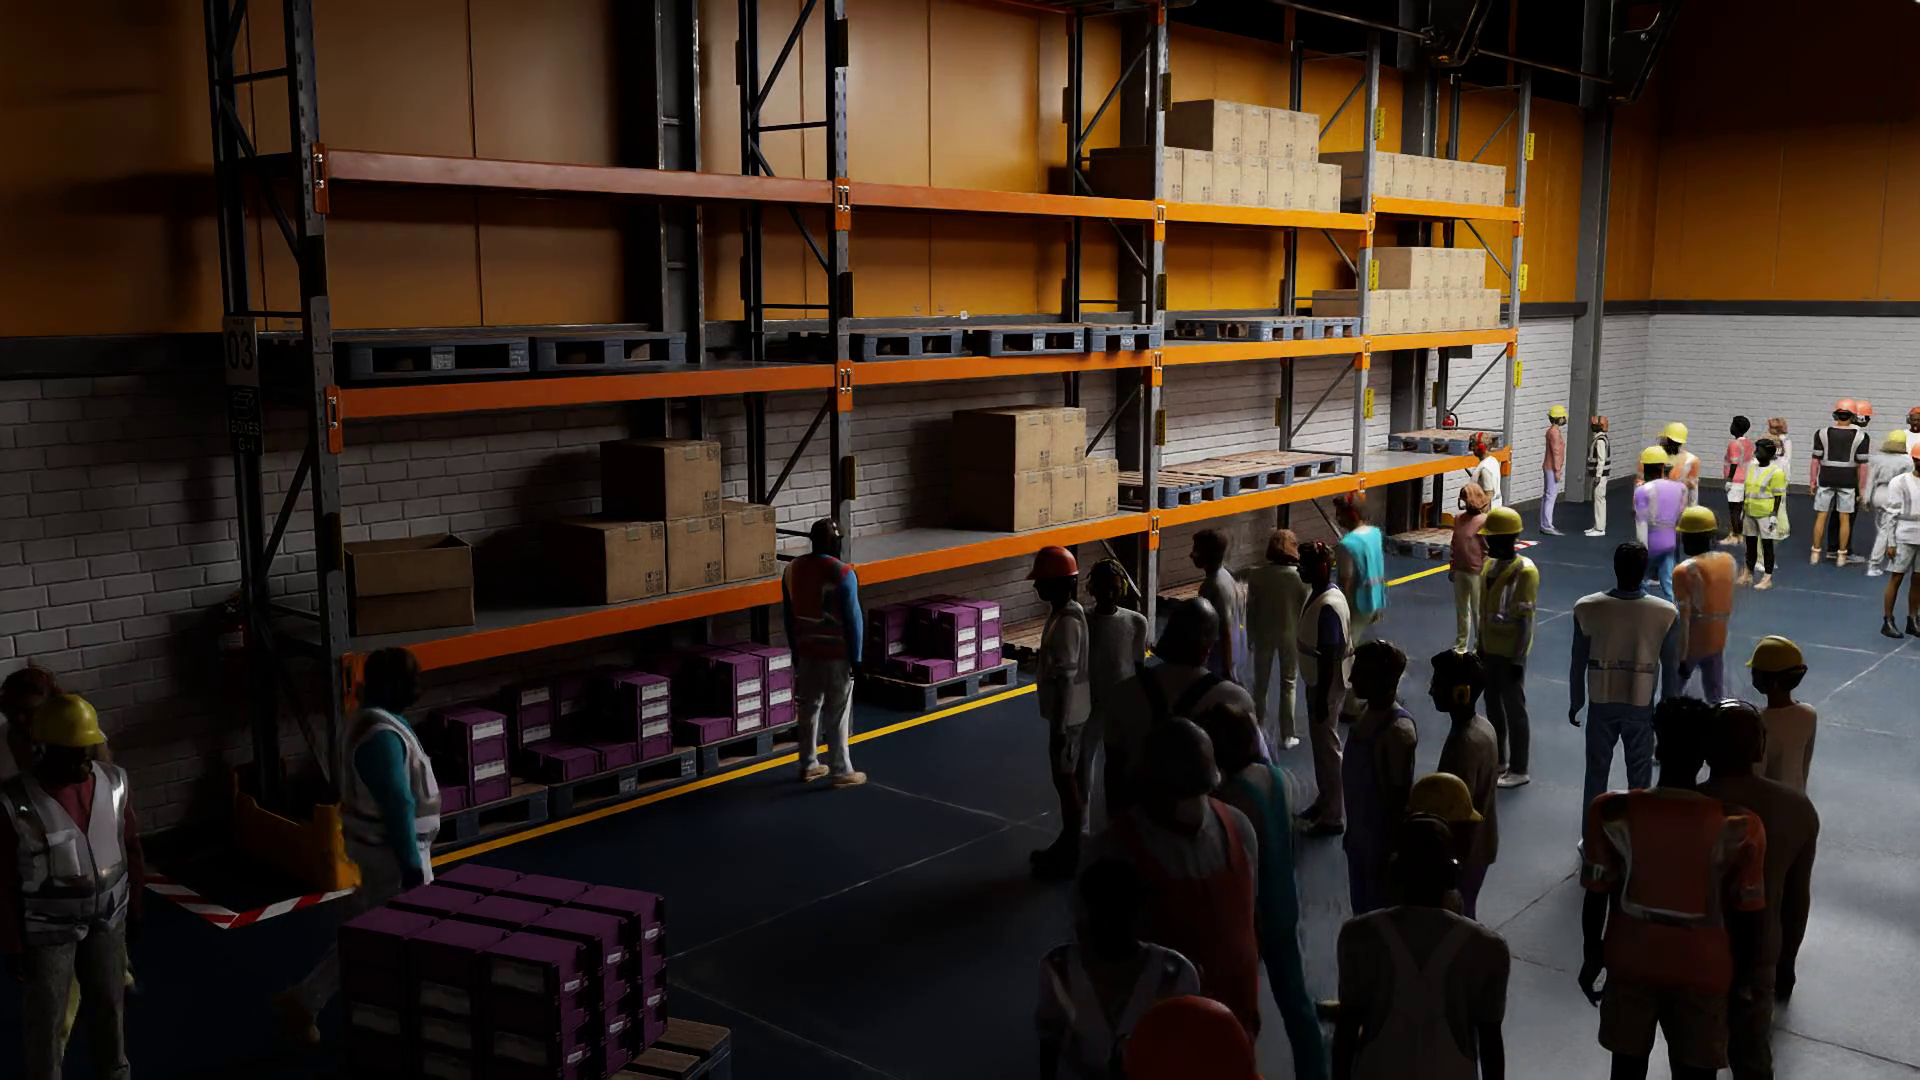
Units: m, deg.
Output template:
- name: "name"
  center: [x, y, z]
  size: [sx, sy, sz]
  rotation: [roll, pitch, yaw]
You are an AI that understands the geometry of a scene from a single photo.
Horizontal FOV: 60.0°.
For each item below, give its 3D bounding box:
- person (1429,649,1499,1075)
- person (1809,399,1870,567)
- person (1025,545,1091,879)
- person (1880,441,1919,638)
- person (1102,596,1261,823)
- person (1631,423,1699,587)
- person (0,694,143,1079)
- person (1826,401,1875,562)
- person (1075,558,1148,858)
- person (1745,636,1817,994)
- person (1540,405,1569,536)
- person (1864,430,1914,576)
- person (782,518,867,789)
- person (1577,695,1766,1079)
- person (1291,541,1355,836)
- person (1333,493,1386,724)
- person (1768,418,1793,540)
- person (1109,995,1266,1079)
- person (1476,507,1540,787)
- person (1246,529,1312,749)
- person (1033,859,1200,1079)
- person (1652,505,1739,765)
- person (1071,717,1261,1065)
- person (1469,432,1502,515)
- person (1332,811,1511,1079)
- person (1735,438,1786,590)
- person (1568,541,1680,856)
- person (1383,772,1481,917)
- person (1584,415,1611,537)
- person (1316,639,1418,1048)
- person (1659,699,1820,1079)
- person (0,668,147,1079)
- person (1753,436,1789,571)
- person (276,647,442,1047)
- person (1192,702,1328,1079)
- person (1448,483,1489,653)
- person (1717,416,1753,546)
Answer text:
- name: "person"
  center: [2.155, 1.390, 7.202]
  size: [0.326, 1.863, 0.510]
  rotation: [3, 9, 21]
- name: "person"
  center: [10.603, -0.689, 20.075]
  size: [0.615, 2.029, 0.409]
  rotation: [6, 10, 32]
- name: "person"
  center: [0.563, 0.985, 9.586]
  size: [0.386, 1.930, 0.544]
  rotation: [0, 9, 3]
- name: "person"
  center: [9.189, -0.005, 15.988]
  size: [0.551, 1.933, 0.385]
  rotation: [-1, 9, -3]
- name: "person"
  center: [1.077, 1.215, 7.739]
  size: [0.705, 2.000, 0.897]
  rotation: [4, 10, 25]
- name: "person"
  center: [7.817, -0.360, 18.399]
  size: [0.644, 1.897, 0.557]
  rotation: [7, 11, 37]
- name: "person"
  center: [-3.517, 1.502, 6.606]
  size: [0.403, 1.824, 0.591]
  rotation: [6, 10, 33]
- name: "person"
  center: [10.929, -0.716, 20.382]
  size: [0.407, 1.986, 0.616]
  rotation: [0, 9, 1]
- name: "person"
  center: [0.828, 1.020, 9.598]
  size: [0.509, 1.860, 0.334]
  rotation: [1, 9, 5]
- name: "person"
  center: [3.833, 1.327, 7.904]
  size: [0.524, 1.769, 0.308]
  rotation: [-6, 11, -33]
- name: "person"
  center: [8.057, -0.944, 22.541]
  size: [0.307, 1.772, 0.525]
  rotation: [2, 9, 10]
- name: "person"
  center: [10.913, -0.439, 19.488]
  size: [0.779, 1.700, 0.499]
  rotation: [-5, 10, -31]
- name: "person"
  center: [-0.902, 0.762, 11.308]
  size: [0.634, 1.839, 0.429]
  rotation: [6, 11, 36]
- name: "person"
  center: [2.543, 1.524, 5.986]
  size: [0.608, 1.966, 0.372]
  rotation: [4, 10, 27]
- name: "person"
  center: [2.270, 0.914, 10.358]
  size: [0.394, 1.836, 0.561]
  rotation: [1, 9, 4]
- name: "person"
  center: [3.055, 0.534, 12.841]
  size: [0.437, 1.817, 0.617]
  rotation: [7, 11, 39]
- name: "person"
  center: [10.885, -0.811, 22.155]
  size: [0.314, 1.632, 0.532]
  rotation: [-1, 9, -4]
- name: "person"
  center: [0.502, 1.897, 3.482]
  size: [1.034, 1.985, 0.631]
  rotation: [3, 9, 21]
- name: "person"
  center: [3.686, 0.722, 11.329]
  size: [0.396, 1.918, 0.584]
  rotation: [-2, 9, -14]
- name: "person"
  center: [2.347, 0.727, 12.233]
  size: [0.503, 1.624, 0.295]
  rotation: [4, 10, 22]
- name: "person"
  center: [0.476, 1.810, 5.081]
  size: [0.545, 1.664, 0.746]
  rotation: [1, 9, 8]
- name: "person"
  center: [5.162, 0.709, 11.489]
  size: [0.595, 1.896, 0.877]
  rotation: [-4, 10, -23]
- name: "person"
  center: [0.714, 1.542, 5.631]
  size: [0.686, 2.000, 0.670]
  rotation: [-5, 10, -27]
- name: "person"
  center: [5.590, -0.234, 17.740]
  size: [0.389, 1.837, 0.563]
  rotation: [3, 9, 19]
- name: "person"
  center: [1.387, 1.731, 5.072]
  size: [0.504, 1.839, 0.342]
  rotation: [3, 9, 17]
- name: "person"
  center: [8.933, -0.293, 18.567]
  size: [0.319, 1.698, 0.532]
  rotation: [-3, 9, -20]
- name: "person"
  center: [3.896, 0.958, 9.788]
  size: [0.596, 1.918, 0.381]
  rotation: [4, 9, 22]
- name: "person"
  center: [1.635, 1.661, 5.860]
  size: [0.348, 1.735, 0.493]
  rotation: [-1, 9, -5]
- name: "person"
  center: [8.609, -0.864, 22.437]
  size: [0.311, 1.638, 0.521]
  rotation: [3, 9, 20]
- name: "person"
  center: [1.859, 1.350, 7.499]
  size: [0.345, 1.846, 0.508]
  rotation: [-1, 9, -8]
- name: "person"
  center: [2.761, 1.530, 6.039]
  size: [0.635, 1.937, 0.354]
  rotation: [-1, 9, -9]
- name: "person"
  center: [-3.998, 1.411, 7.357]
  size: [0.656, 1.767, 1.025]
  rotation: [2, 9, 11]
- name: "person"
  center: [9.587, -0.427, 19.674]
  size: [0.532, 1.618, 0.368]
  rotation: [-2, 9, -15]
- name: "person"
  center: [-2.618, 1.379, 7.431]
  size: [0.799, 1.813, 0.630]
  rotation: [-3, 9, -16]
- name: "person"
  center: [1.175, 1.514, 6.638]
  size: [0.666, 1.792, 0.856]
  rotation: [-8, 12, -41]
- name: "person"
  center: [4.580, 0.299, 14.956]
  size: [0.265, 1.632, 0.508]
  rotation: [-4, 10, -23]
- name: "person"
  center: [10.105, -0.772, 21.651]
  size: [0.317, 1.700, 0.539]
  rotation: [8, 12, 42]
